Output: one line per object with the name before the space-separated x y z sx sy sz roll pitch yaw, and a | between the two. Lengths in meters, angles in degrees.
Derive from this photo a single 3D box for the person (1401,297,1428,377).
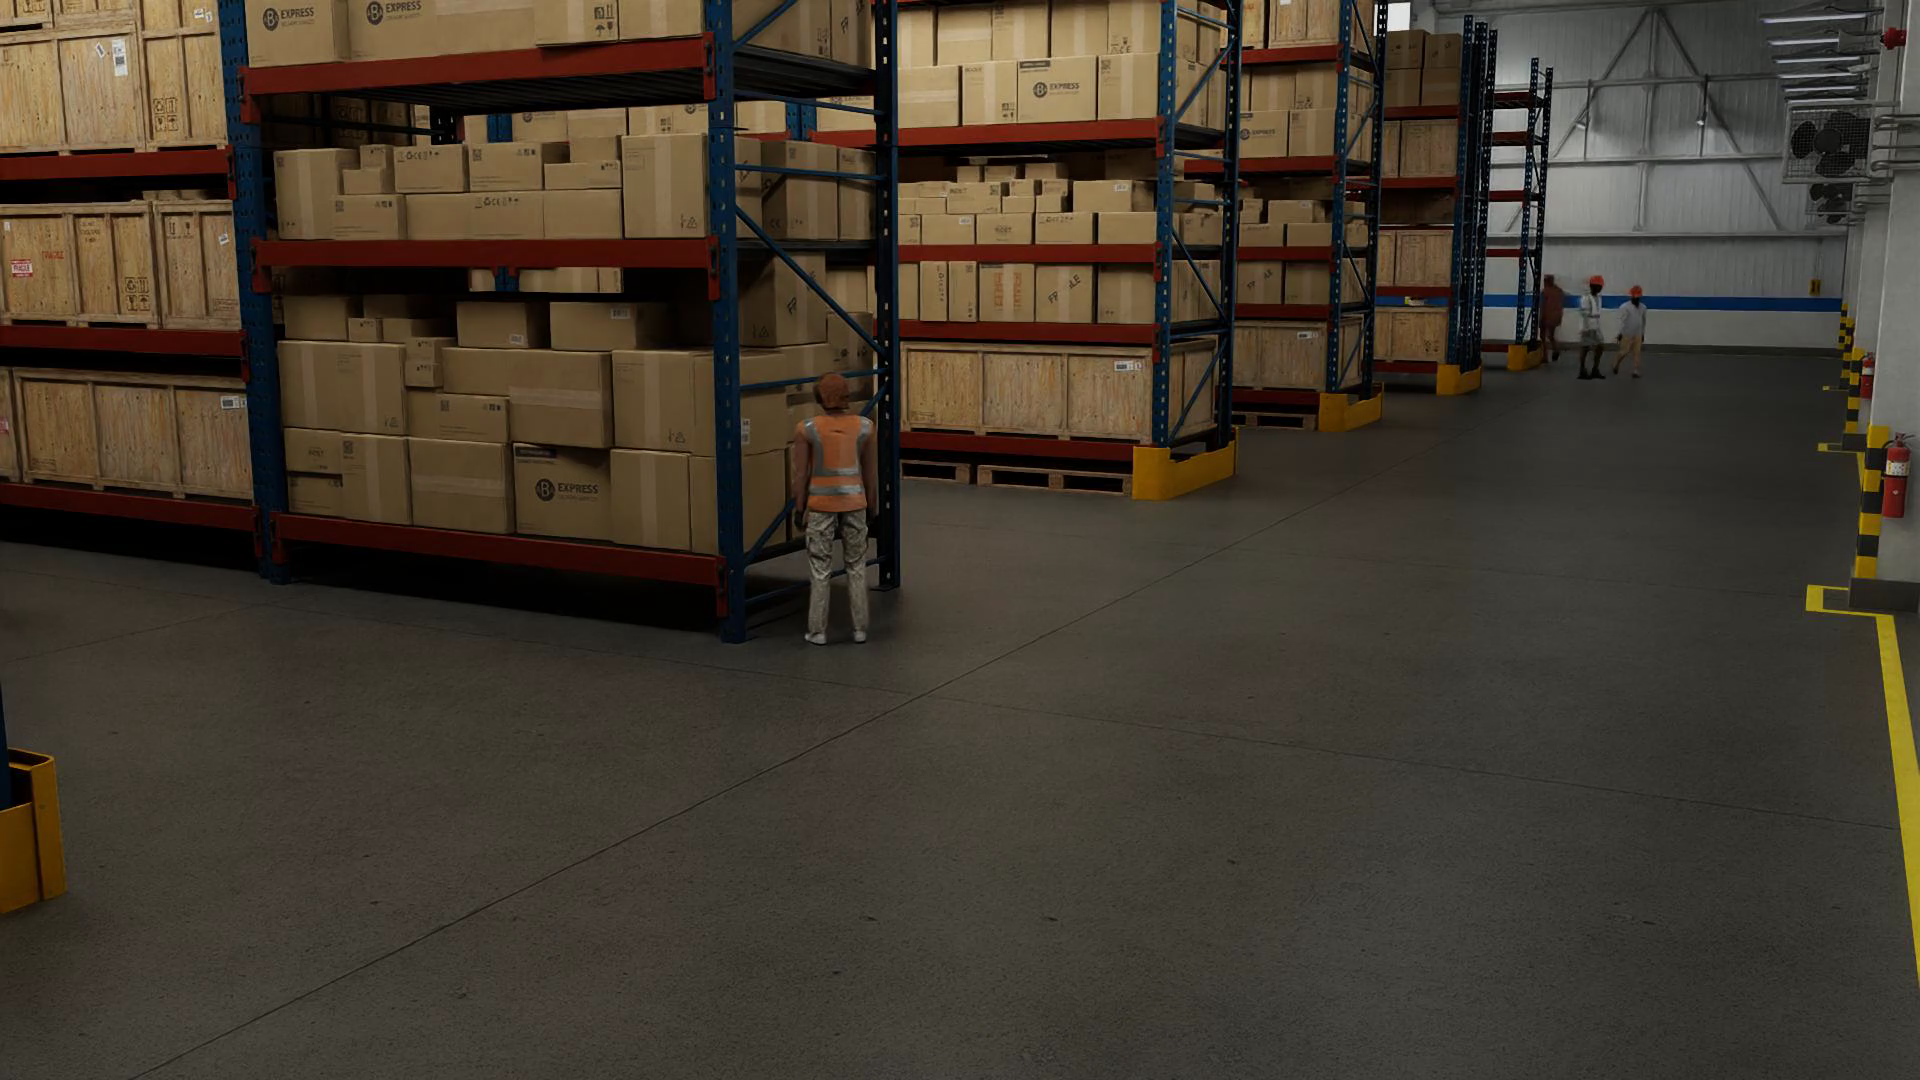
person | 8.630 -3.911 31.207 0.584 1.723 0.500 5 11 27

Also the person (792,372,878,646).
person | -0.735 -0.178 9.891 0.525 1.631 0.313 -3 10 -19

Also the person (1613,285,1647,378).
person | 12.556 -3.902 31.141 0.571 1.730 0.620 -2 10 -13

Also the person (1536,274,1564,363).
person | 12.515 -4.716 35.414 0.676 1.889 0.419 -4 11 -22

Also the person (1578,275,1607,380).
person | 11.676 -3.893 30.560 0.566 1.922 0.619 -6 11 -30
